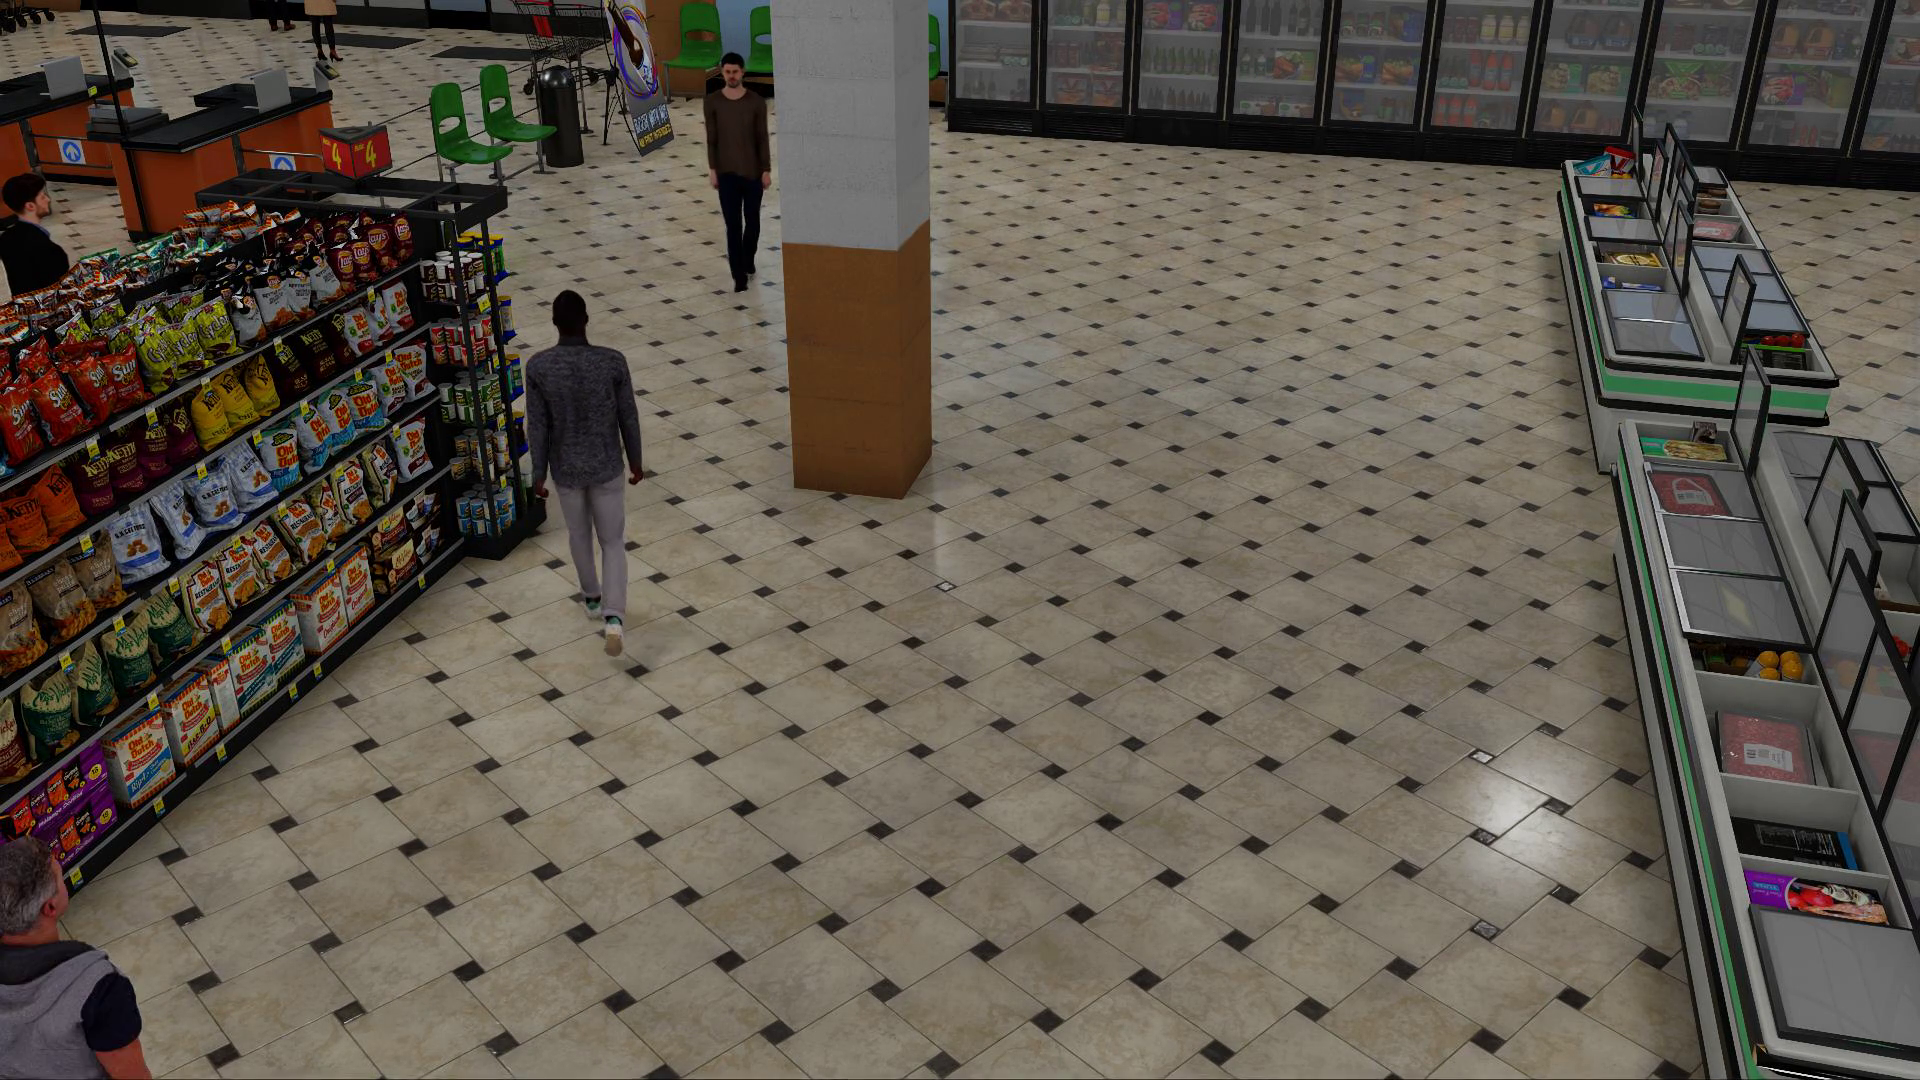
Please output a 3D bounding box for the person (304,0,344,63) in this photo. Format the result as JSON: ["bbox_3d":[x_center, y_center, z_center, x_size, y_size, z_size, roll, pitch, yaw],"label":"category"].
[{"bbox_3d":[-8.431,-7.152,21.842,0.646,1.681,0.501,7,28,13],"label":"person"}]

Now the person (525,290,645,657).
[{"bbox_3d":[-1.832,-0.300,8.188,1.006,1.808,1.226,-5,27,-9],"label":"person"}]

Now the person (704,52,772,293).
[{"bbox_3d":[-1.764,-2.970,13.420,0.955,1.839,1.243,-3,27,-7],"label":"person"}]

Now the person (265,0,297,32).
[{"bbox_3d":[-9.925,-8.217,23.891,0.701,1.726,0.674,-3,27,-6],"label":"person"}]

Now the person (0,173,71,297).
[{"bbox_3d":[-5.440,-1.258,9.986,0.772,1.891,0.724,18,32,31],"label":"person"}]
